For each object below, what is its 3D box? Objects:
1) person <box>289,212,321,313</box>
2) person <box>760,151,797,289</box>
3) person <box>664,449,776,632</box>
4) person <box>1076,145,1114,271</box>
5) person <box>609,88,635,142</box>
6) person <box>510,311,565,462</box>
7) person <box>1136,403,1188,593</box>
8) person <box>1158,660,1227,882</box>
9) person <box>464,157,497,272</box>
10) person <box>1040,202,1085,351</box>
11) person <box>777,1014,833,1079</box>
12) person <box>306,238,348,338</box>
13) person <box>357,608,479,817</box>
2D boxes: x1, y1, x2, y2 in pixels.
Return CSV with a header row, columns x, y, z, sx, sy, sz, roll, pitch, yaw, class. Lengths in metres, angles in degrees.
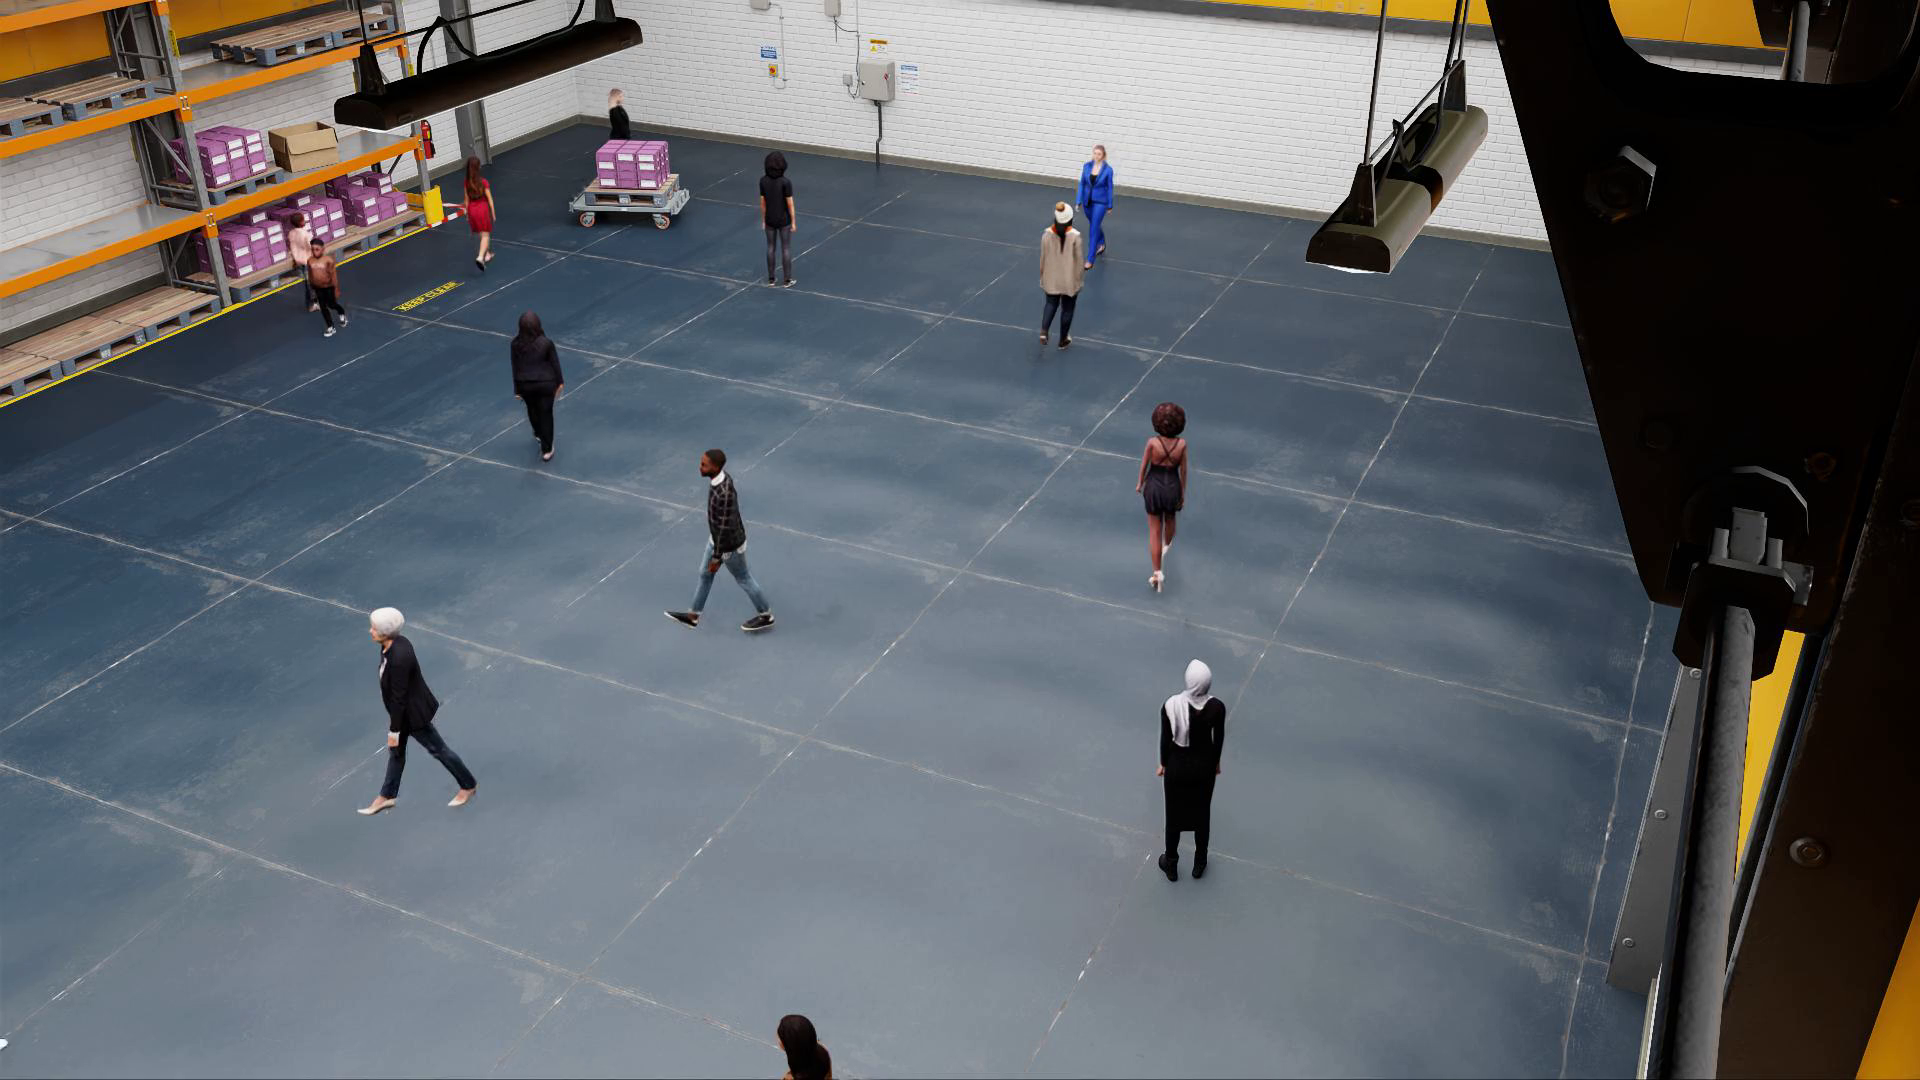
x,y,z,sx,sy,sz,roll,pitch,yaw,class
-8.530,-3.592,21.557,0.563,1.298,0.691,10,30,18,person
-2.449,-4.304,22.308,0.663,1.829,0.570,7,29,13,person
-1.911,0.037,14.412,1.237,1.769,1.207,-8,30,-14,person
1.918,-4.670,23.163,0.692,1.653,1.204,15,32,26,person
-5.402,-6.181,25.927,0.935,1.658,0.955,-3,29,-6,person
-4.479,-1.596,17.592,0.923,1.591,1.054,-3,29,-5,person
1.855,-0.348,15.133,0.892,1.754,1.081,-3,29,-6,person
1.599,1.602,11.532,0.682,1.779,0.680,-1,29,-2,person
-6.648,-4.482,22.950,0.760,1.527,1.078,3,29,6,person
1.201,-3.183,20.200,0.675,1.879,0.749,13,31,22,person
-0.719,3.185,8.756,0.690,1.660,0.901,10,30,18,person
-7.961,-3.207,20.906,0.643,1.245,0.754,2,29,4,person
-3.848,1.259,12.035,1.183,1.750,1.195,-11,30,-19,person
